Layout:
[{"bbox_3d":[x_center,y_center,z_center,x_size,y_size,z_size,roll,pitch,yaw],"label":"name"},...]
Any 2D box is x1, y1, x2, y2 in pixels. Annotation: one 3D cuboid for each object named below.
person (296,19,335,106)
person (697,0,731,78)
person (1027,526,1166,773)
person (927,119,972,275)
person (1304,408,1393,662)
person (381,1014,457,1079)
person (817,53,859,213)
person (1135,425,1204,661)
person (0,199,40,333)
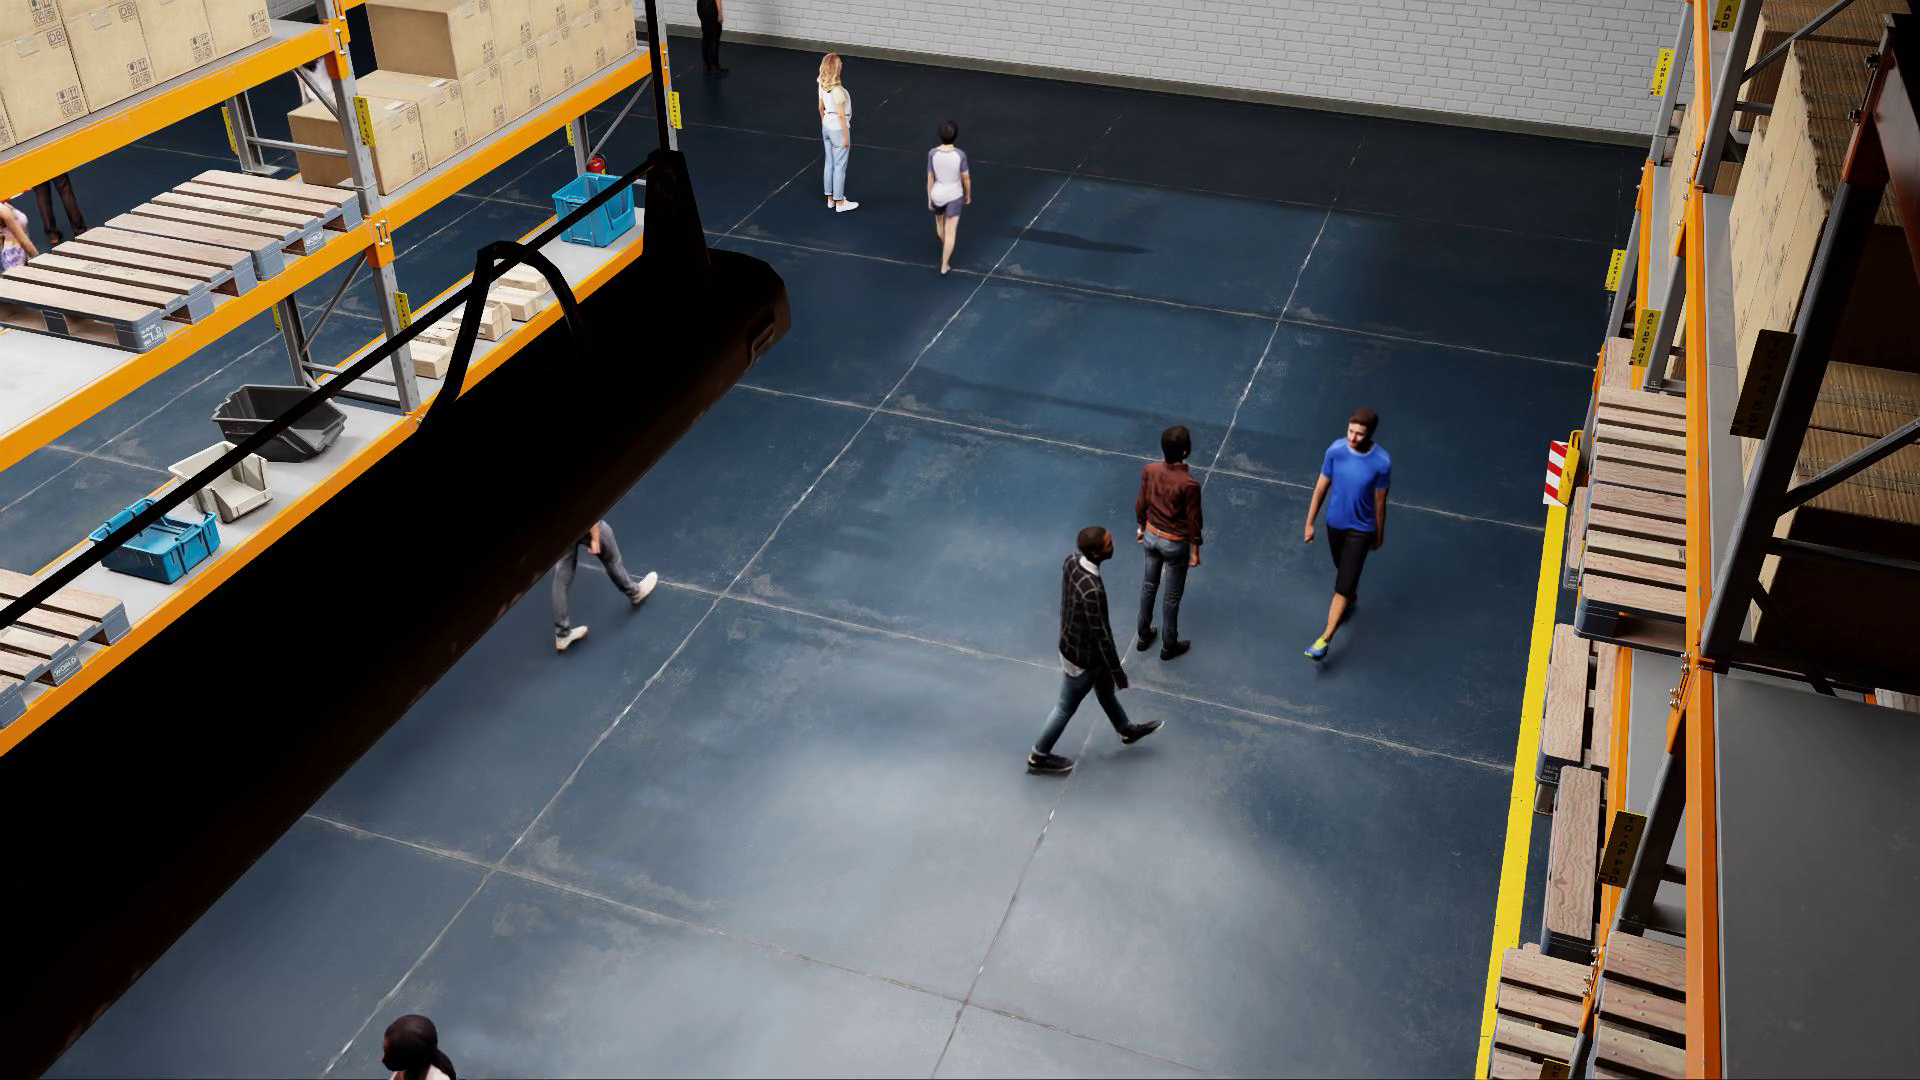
[{"bbox_3d":[-7.325,-5.047,19.038,0.890,1.650,1.218,-1,34,-1],"label":"person"},{"bbox_3d":[-3.299,-6.975,21.904,0.678,1.688,0.658,-28,42,-35],"label":"person"},{"bbox_3d":[0.671,0.722,10.245,1.092,1.777,1.199,-4,34,-6],"label":"person"},{"bbox_3d":[-0.141,-3.412,16.689,0.644,1.526,0.980,7,34,11],"label":"person"},{"bbox_3d":[2.727,-0.130,11.495,0.869,1.811,1.298,21,39,29],"label":"person"},{"bbox_3d":[-2.214,2.661,7.374,0.978,1.724,0.887,-17,37,-23],"label":"person"},{"bbox_3d":[-1.353,-4.417,18.024,0.730,1.723,0.713,-23,40,-30],"label":"person"},{"bbox_3d":[1.402,0.017,11.303,0.710,1.779,0.635,24,41,32],"label":"person"},{"bbox_3d":[-8.620,-2.466,15.088,1.253,1.723,0.981,-26,42,-33],"label":"person"}]
